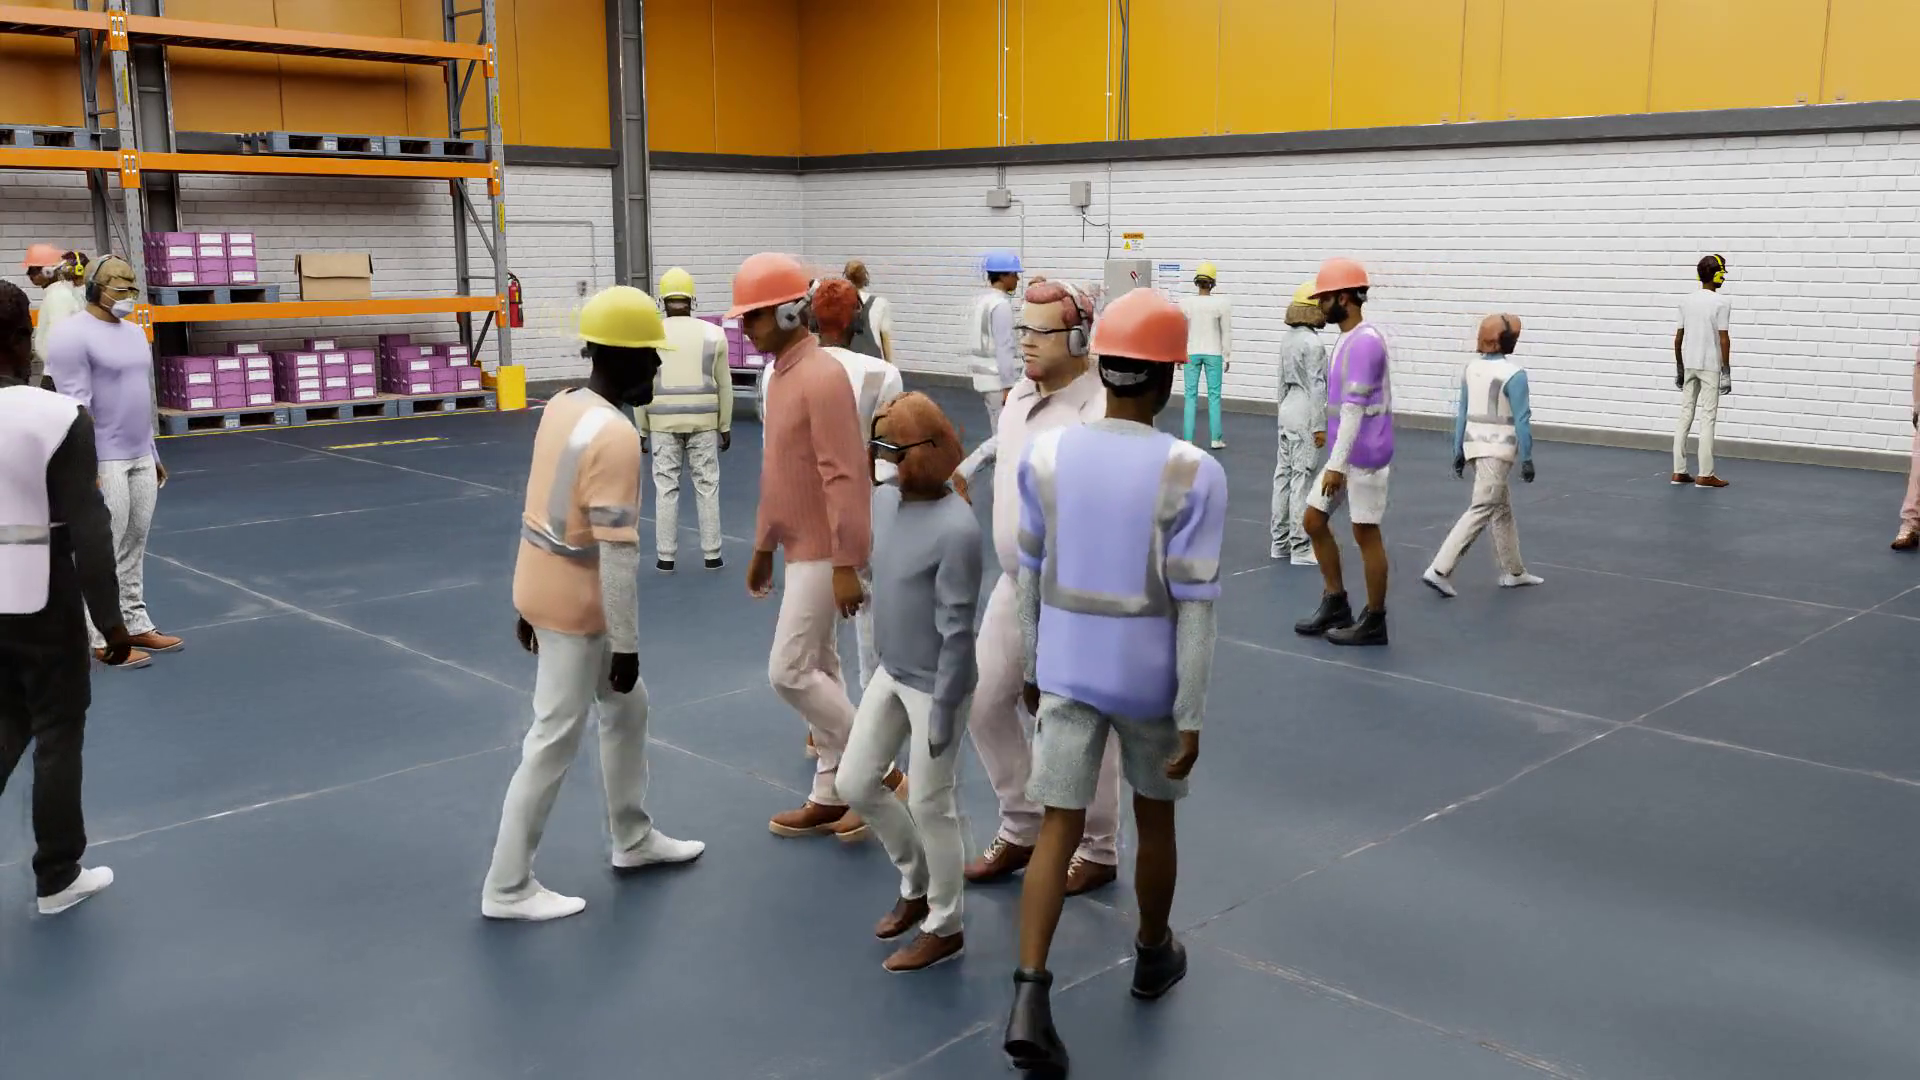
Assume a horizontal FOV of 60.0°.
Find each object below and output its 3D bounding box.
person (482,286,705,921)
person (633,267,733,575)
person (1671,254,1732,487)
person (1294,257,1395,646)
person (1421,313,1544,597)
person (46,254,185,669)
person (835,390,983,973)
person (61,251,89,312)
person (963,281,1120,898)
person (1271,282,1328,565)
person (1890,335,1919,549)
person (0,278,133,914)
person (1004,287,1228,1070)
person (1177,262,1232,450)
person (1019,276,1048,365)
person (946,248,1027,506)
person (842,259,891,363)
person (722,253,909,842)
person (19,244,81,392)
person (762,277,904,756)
[{"bbox_3d":[-1.080,0.192,4.973,0.840,1.871,0.598,-5,12,-25],"label":"person"},{"bbox_3d":[-1.649,-0.700,9.919,0.590,1.836,0.404,-2,11,-11],"label":"person"},{"bbox_3d":[6.006,-1.362,13.431,0.327,1.874,0.519,-6,12,-28],"label":"person"},{"bbox_3d":[1.881,-0.418,8.161,0.588,1.910,0.557,0,10,-3],"label":"person"},{"bbox_3d":[2.974,-0.479,9.373,0.863,1.599,0.515,-3,11,-15],"label":"person"},{"bbox_3d":[-3.984,-0.371,7.864,0.372,1.934,0.627,1,10,4],"label":"person"},{"bbox_3d":[-0.118,0.401,4.489,0.370,1.614,0.520,-7,12,-32],"label":"person"},{"bbox_3d":[-8.243,-1.769,15.659,0.319,1.871,0.532,-9,14,-42],"label":"person"},{"bbox_3d":[0.244,0.173,5.020,0.593,1.884,0.669,-7,12,-33],"label":"person"},{"bbox_3d":[2.138,-0.718,10.293,0.312,1.736,0.483,-3,11,-15],"label":"person"},{"bbox_3d":[6.323,-0.836,10.563,0.855,1.869,0.643,-10,14,-42],"label":"person"},{"bbox_3d":[-2.762,0.199,4.833,0.596,1.902,0.512,2,11,8],"label":"person"},{"bbox_3d":[0.362,0.337,4.097,0.564,1.906,0.918,4,11,22],"label":"person"},{"bbox_3d":[2.305,-1.737,15.768,0.526,1.768,0.331,3,11,16],"label":"person"},{"bbox_3d":[0.897,-1.998,17.635,0.550,1.605,0.722,0,10,1],"label":"person"},{"bbox_3d":[0.236,-1.146,12.082,0.634,1.934,0.621,-2,11,-9],"label":"person"},{"bbox_3d":[-0.810,-1.376,13.636,0.532,1.826,0.587,-1,10,-8],"label":"person"},{"bbox_3d":[-0.527,0.042,5.519,0.467,1.964,0.641,-3,11,-16],"label":"person"},{"bbox_3d":[-7.167,-1.334,13.070,1.005,1.939,0.649,-7,13,-35],"label":"person"},{"bbox_3d":[-0.494,-0.116,6.700,0.580,1.856,0.837,1,10,4],"label":"person"}]
